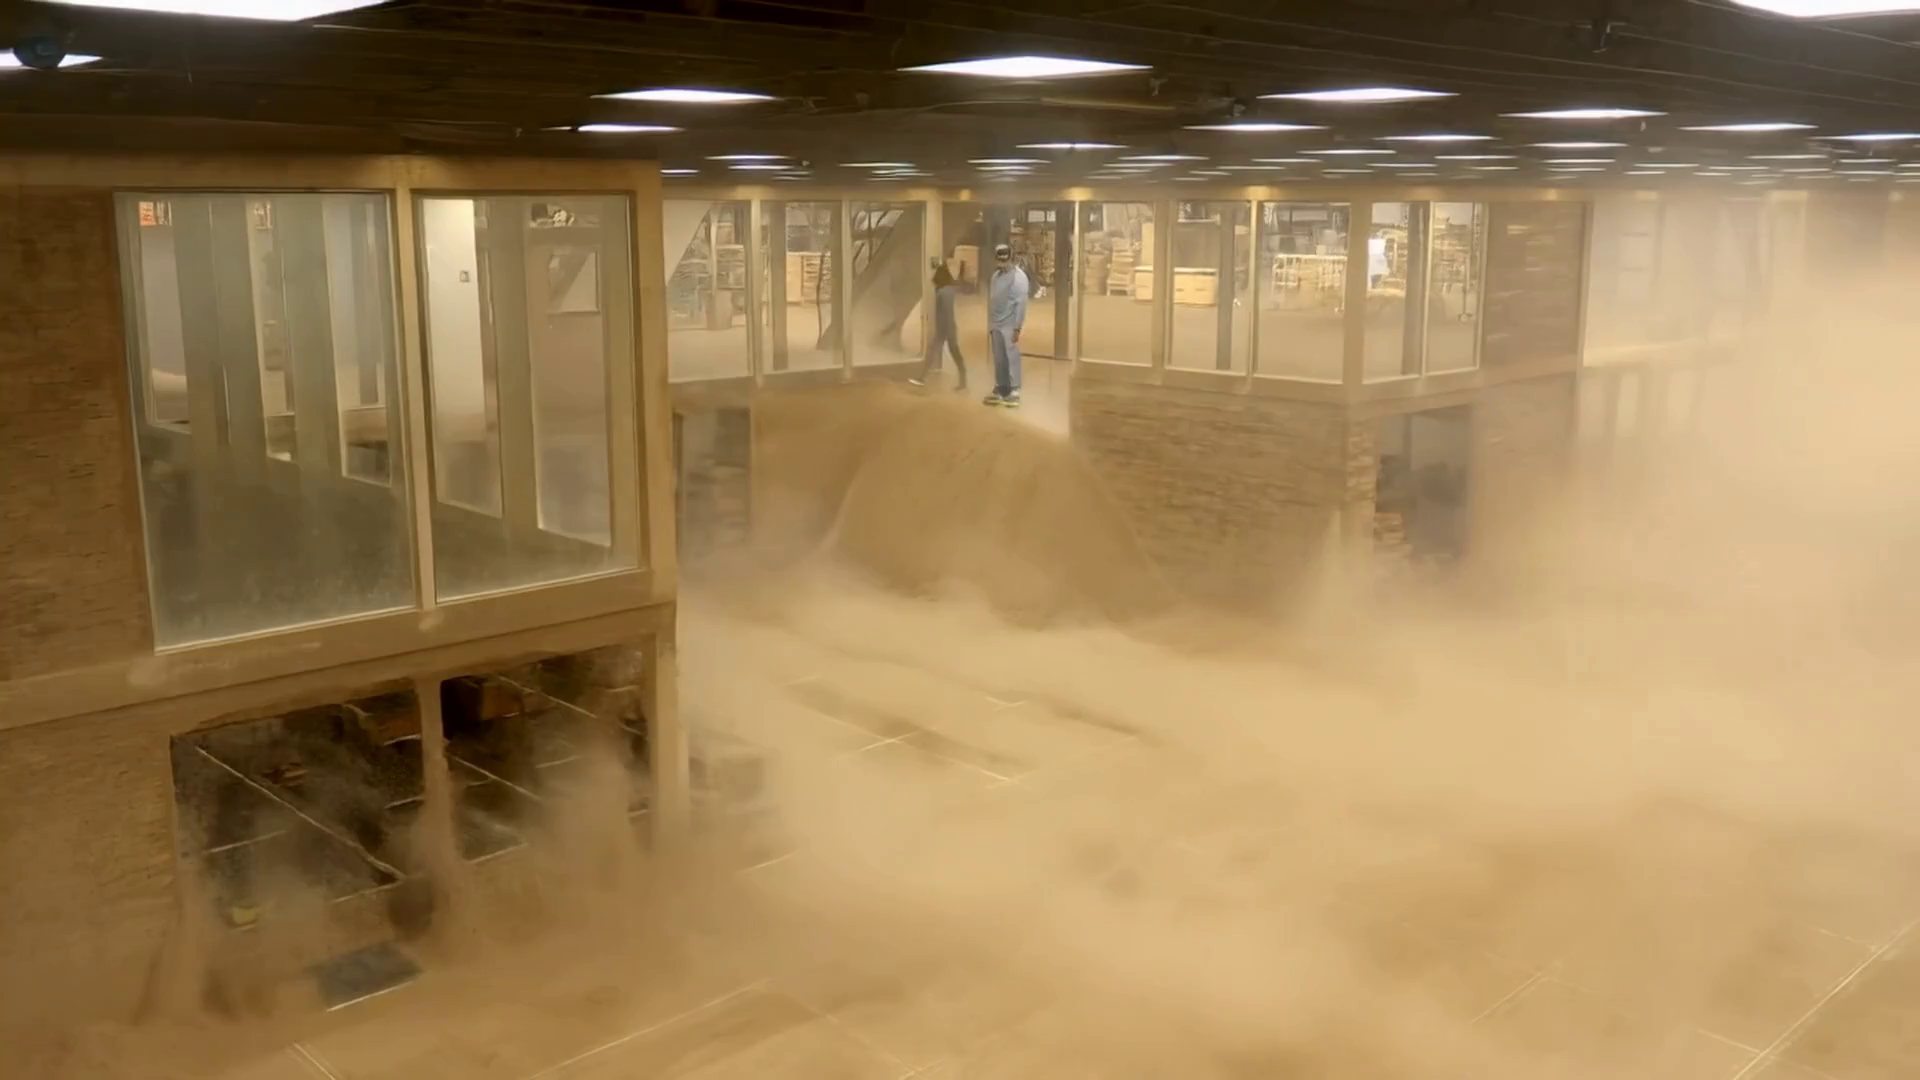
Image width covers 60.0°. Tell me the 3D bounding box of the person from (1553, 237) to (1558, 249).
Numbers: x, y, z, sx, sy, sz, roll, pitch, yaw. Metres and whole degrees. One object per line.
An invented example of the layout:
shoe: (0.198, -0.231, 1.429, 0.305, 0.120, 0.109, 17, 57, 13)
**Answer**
person: (20.532, -10.109, 57.439, 1.070, 1.991, 0.610, 8, 14, 36)

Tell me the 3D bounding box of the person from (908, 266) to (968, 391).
person: (-0.244, -2.698, 21.263, 0.835, 1.583, 0.516, 7, 13, 30)

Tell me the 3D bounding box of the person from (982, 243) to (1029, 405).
person: (0.532, -2.578, 19.877, 0.410, 1.909, 0.643, -8, 14, -34)
